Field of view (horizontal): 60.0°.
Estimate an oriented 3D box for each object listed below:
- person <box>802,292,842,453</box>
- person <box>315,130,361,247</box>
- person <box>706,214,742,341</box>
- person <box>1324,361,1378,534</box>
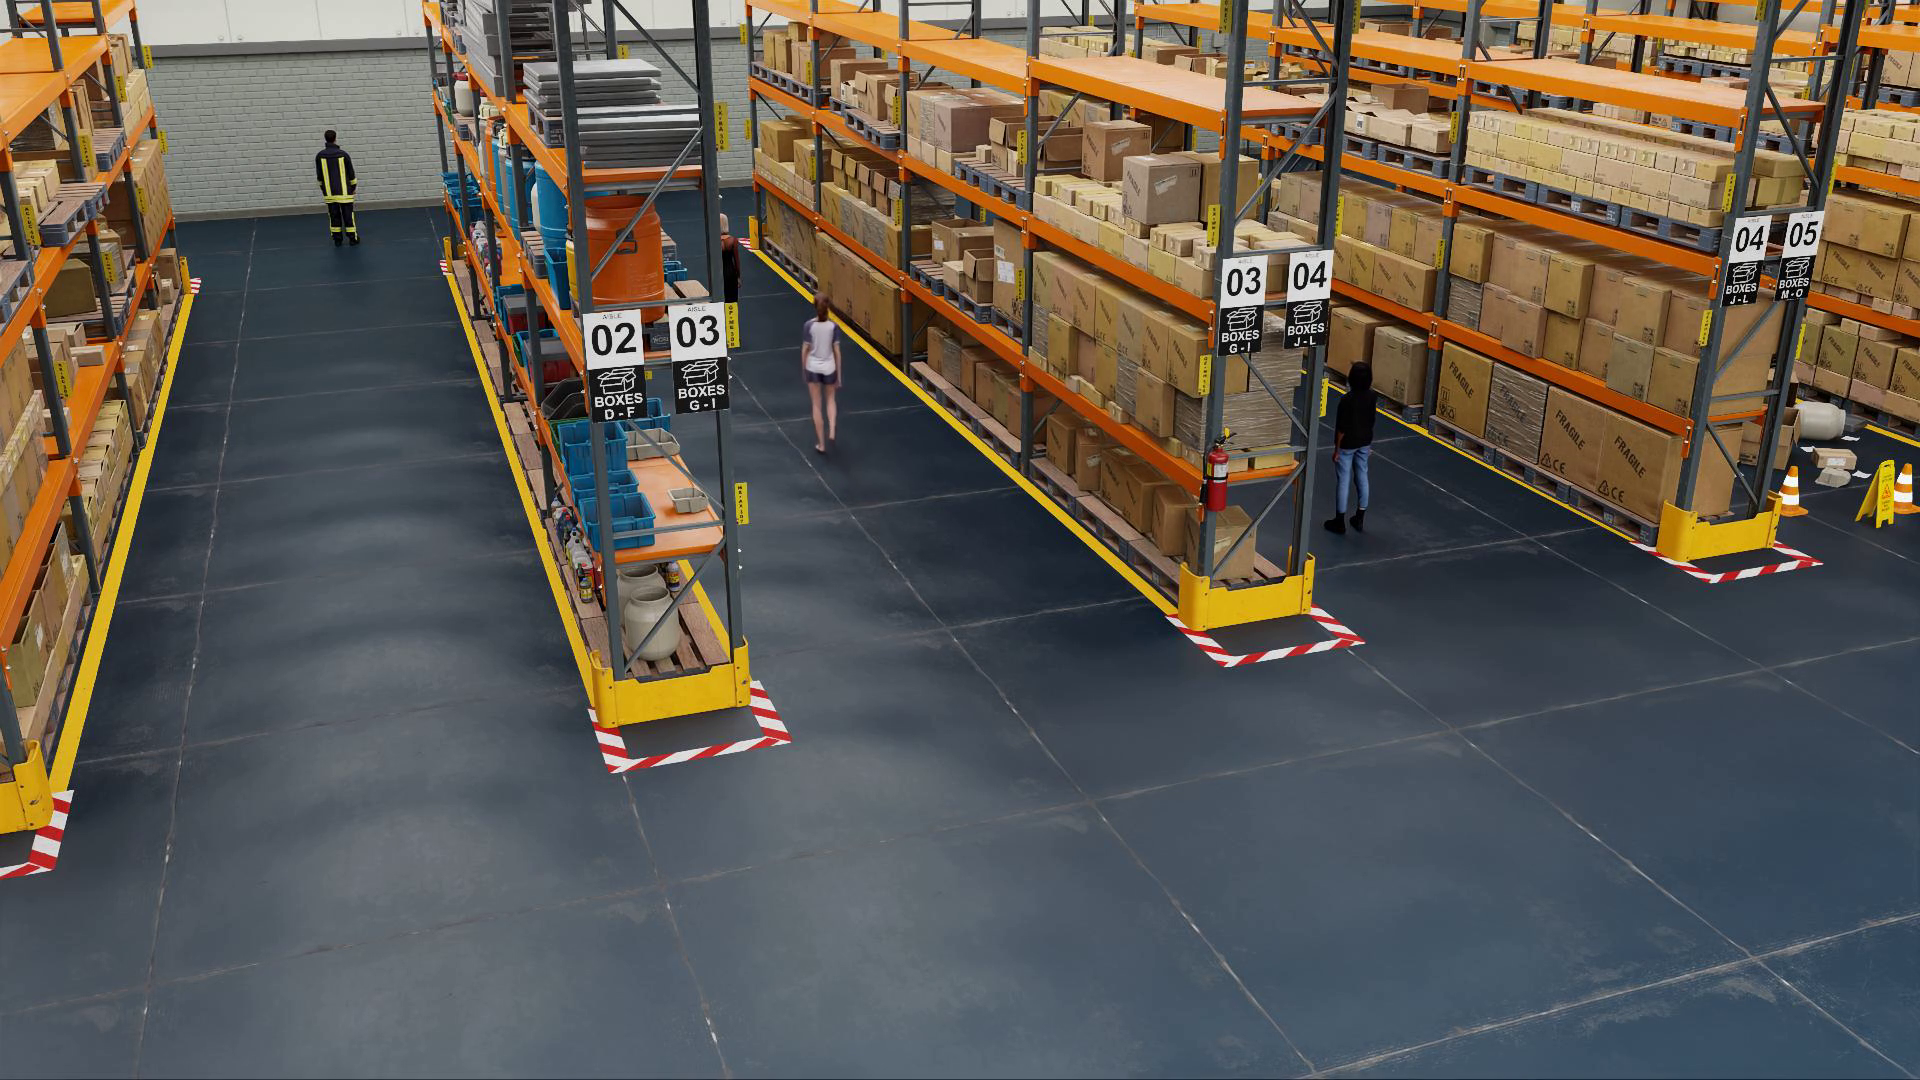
[{"bbox_3d":[-1.501,-1.806,18.155,0.619,1.747,0.774,-5,23,-12],"label":"person"},{"bbox_3d":[-10.488,-5.938,28.020,0.823,1.927,0.720,-4,23,-10],"label":"person"},{"bbox_3d":[-3.171,-3.505,22.311,0.645,1.746,0.572,-3,22,-8],"label":"person"},{"bbox_3d":[3.784,-0.896,15.990,0.556,1.702,0.520,-8,24,-19],"label":"person"}]
